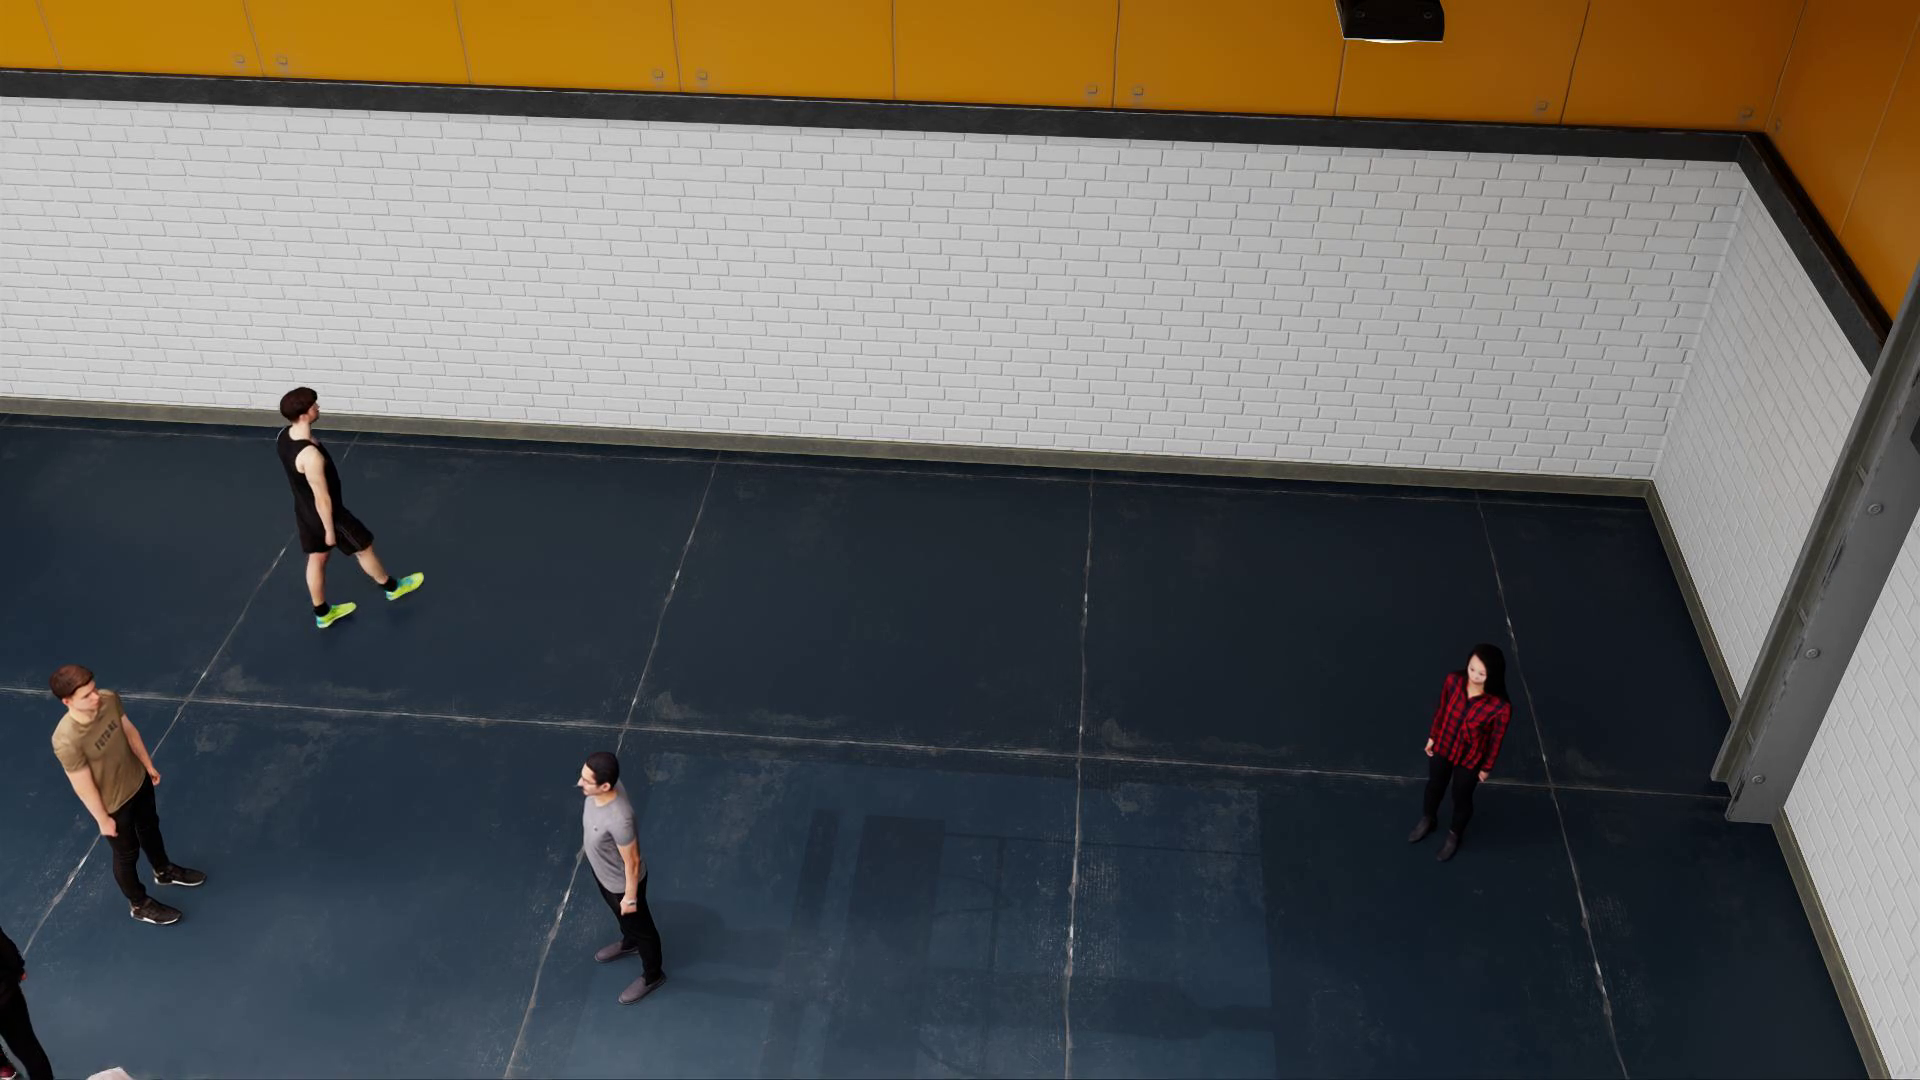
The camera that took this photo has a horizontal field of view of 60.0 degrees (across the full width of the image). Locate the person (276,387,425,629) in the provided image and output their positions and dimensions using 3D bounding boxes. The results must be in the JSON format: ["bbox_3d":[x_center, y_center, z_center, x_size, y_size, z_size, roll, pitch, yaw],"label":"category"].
[{"bbox_3d":[-4.396,-0.164,11.252,1.032,1.860,1.136,29,47,31],"label":"person"}]

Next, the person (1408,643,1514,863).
[{"bbox_3d":[2.929,1.212,9.698,0.703,1.650,0.654,-31,48,-33],"label":"person"}]

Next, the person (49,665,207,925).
[{"bbox_3d":[-4.721,1.397,9.306,0.718,1.850,0.496,5,39,7],"label":"person"}]

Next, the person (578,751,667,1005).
[{"bbox_3d":[-1.827,1.764,8.923,0.763,1.755,0.675,-21,43,-24],"label":"person"}]

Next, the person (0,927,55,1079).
[{"bbox_3d":[-4.808,2.356,8.264,1.005,1.651,0.971,32,48,33],"label":"person"}]
